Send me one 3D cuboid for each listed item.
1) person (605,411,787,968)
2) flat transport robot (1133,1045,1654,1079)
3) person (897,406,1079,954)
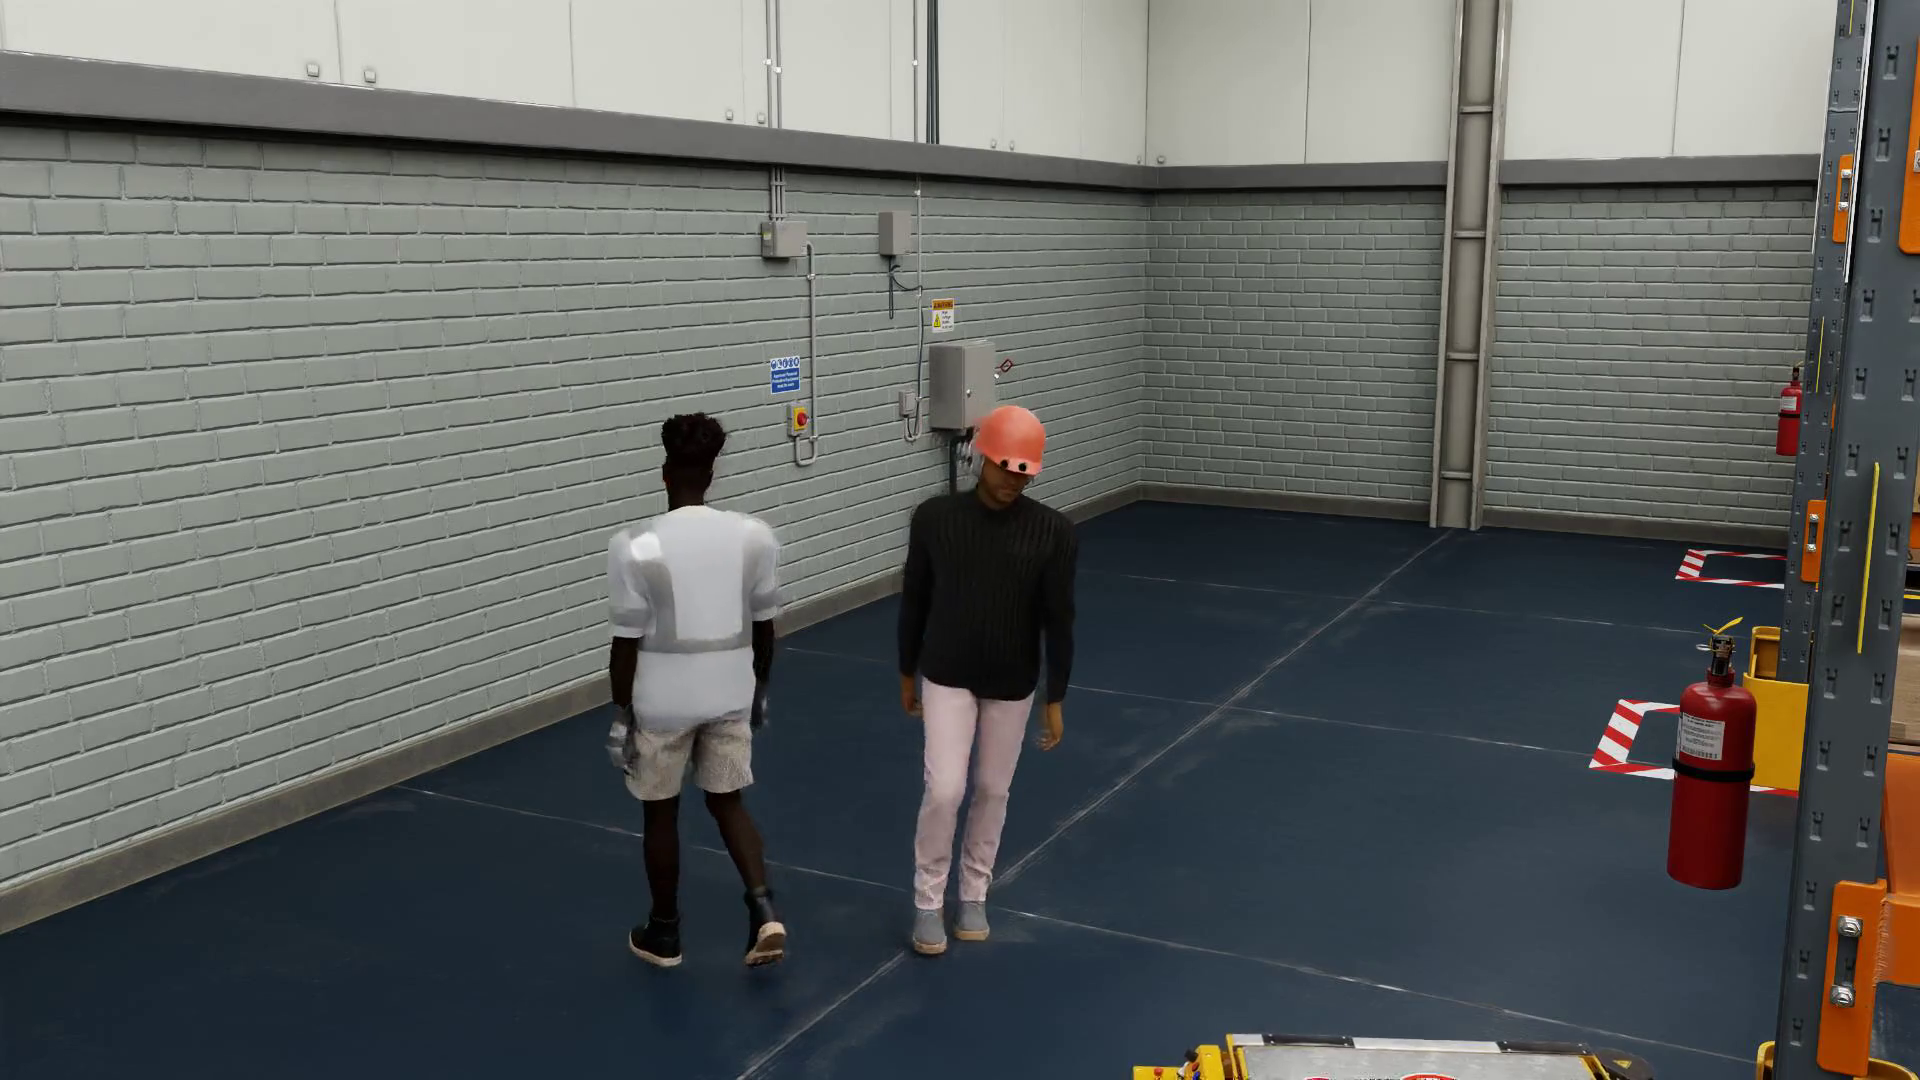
[{"bbox_3d":[-0.886,0.543,5.600,0.642,1.938,0.602,-7,12,-32],"label":"person"},{"bbox_3d":[1.195,1.579,4.465,1.431,0.197,0.652,1,10,4],"label":"flat transport robot"},{"bbox_3d":[0.094,0.495,5.809,0.622,1.947,0.576,0,10,0],"label":"person"}]
